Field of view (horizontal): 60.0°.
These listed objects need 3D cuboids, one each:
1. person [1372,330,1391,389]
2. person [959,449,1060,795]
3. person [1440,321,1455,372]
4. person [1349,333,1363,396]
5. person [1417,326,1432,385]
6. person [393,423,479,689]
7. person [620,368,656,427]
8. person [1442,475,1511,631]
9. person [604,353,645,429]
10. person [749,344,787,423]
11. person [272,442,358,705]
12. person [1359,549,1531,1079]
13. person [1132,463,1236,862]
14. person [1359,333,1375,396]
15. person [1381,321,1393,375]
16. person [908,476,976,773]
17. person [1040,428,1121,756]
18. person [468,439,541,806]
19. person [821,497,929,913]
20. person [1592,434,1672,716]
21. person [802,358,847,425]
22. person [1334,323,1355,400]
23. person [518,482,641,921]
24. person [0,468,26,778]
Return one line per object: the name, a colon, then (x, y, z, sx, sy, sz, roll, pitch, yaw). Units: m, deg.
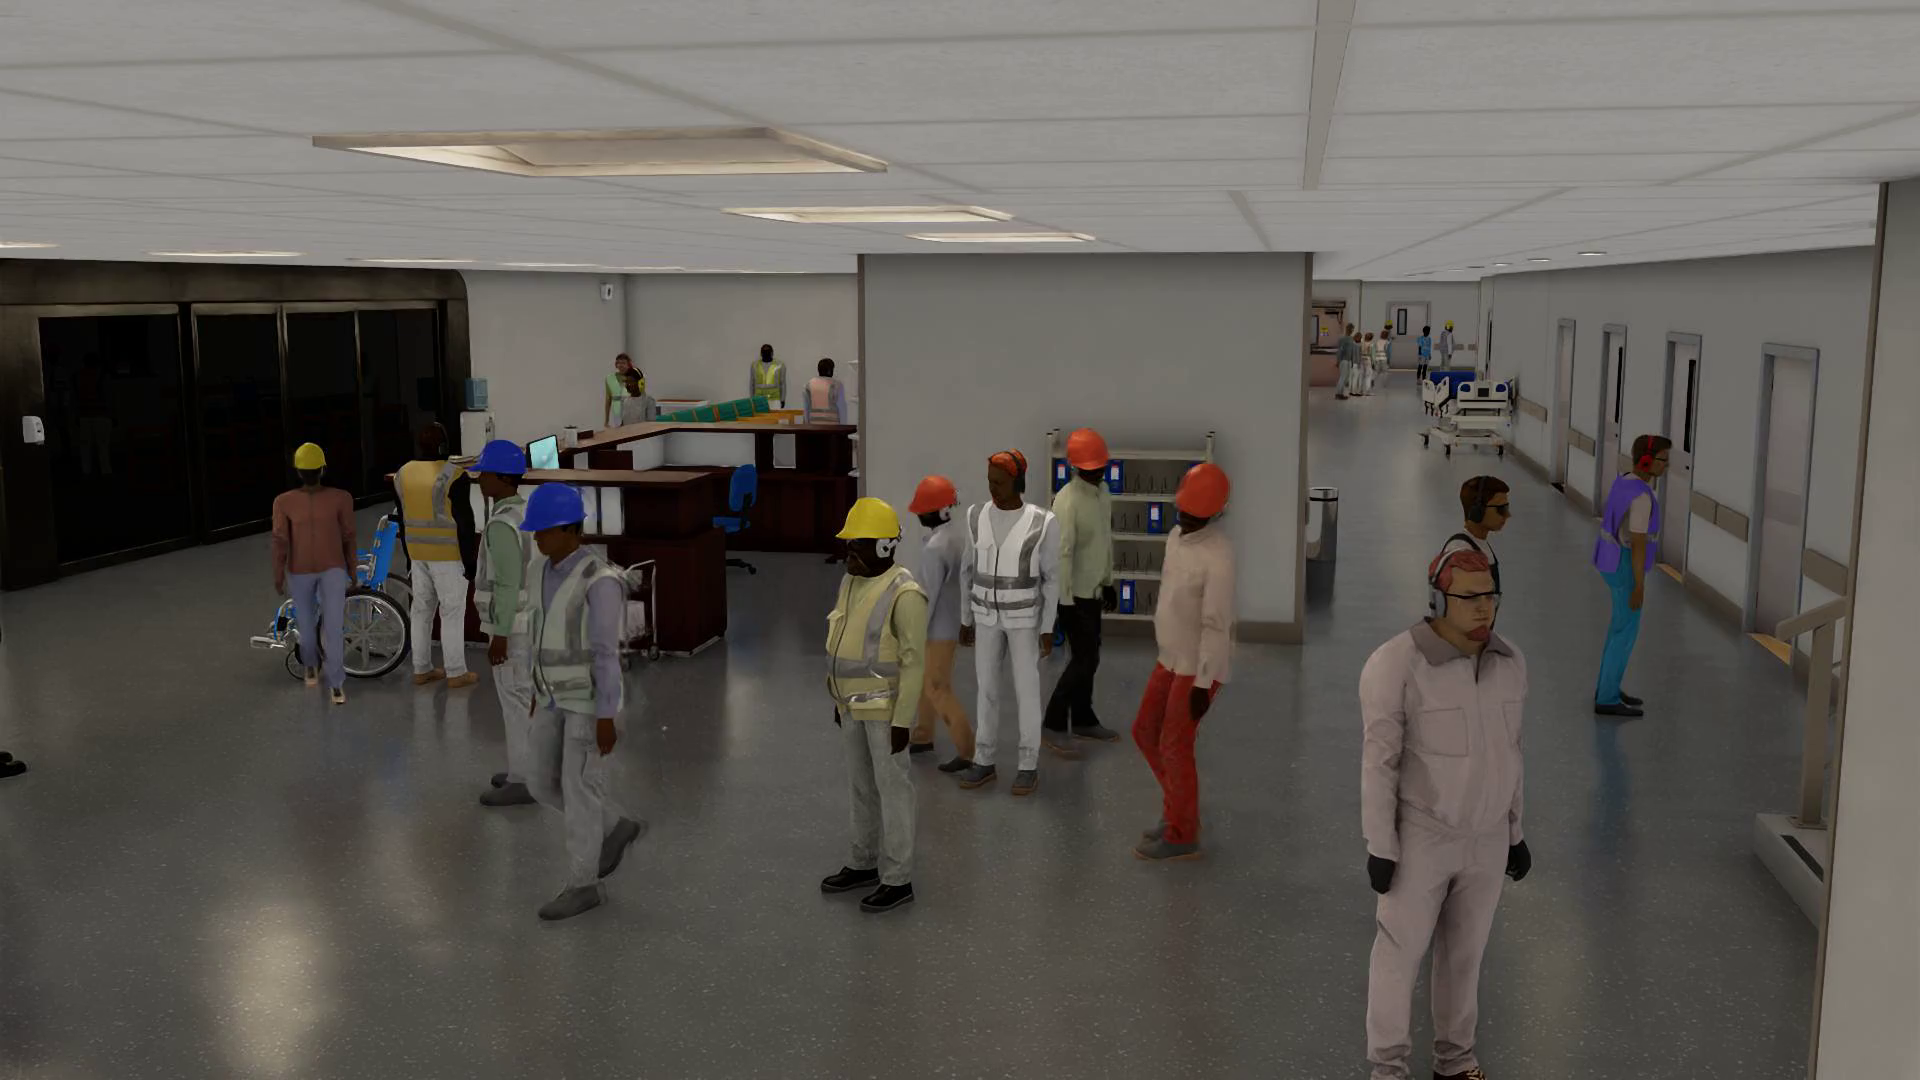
person: (11.566, -4.941, 45.638, 0.457, 1.624, 0.519, -8, 11, -41)
person: (0.256, 0.442, 9.064, 0.572, 1.886, 0.355, 4, 10, 26)
person: (14.219, -5.476, 48.530, 0.404, 1.825, 0.592, -1, 9, -7)
person: (10.173, -4.501, 42.696, 0.287, 1.631, 0.501, -1, 9, -7)
person: (13.371, -5.310, 47.864, 0.531, 1.693, 0.320, -6, 11, -36)
person: (-3.588, 0.109, 11.472, 0.618, 1.836, 0.431, 4, 10, 26)
person: (-3.635, -0.997, 18.680, 0.535, 1.866, 0.314, 5, 10, 28)
person: (2.519, 0.588, 8.268, 0.355, 1.837, 0.505, 5, 10, 28)
person: (-4.798, -1.762, 23.871, 0.575, 1.827, 0.461, 1, 9, 10)
person: (-3.228, -2.374, 27.937, 0.631, 1.836, 0.429, 1, 9, 4)
person: (-4.353, 0.193, 11.244, 0.531, 1.731, 0.863, -3, 9, -17)
person: (1.613, 0.973, 5.463, 0.636, 1.911, 0.405, -4, 9, -23)
person: (1.053, 0.597, 7.862, 0.435, 1.948, 0.661, -2, 9, -11)
person: (10.518, -4.537, 42.959, 0.318, 1.630, 0.514, -5, 10, -28)
person: (13.723, -6.165, 53.370, 0.302, 1.745, 0.483, 5, 10, 30)
person: (-0.133, 0.476, 9.474, 0.636, 1.702, 0.591, 2, 9, 13)
person: (0.727, 0.306, 9.779, 0.410, 1.953, 0.645, 4, 9, 23)
person: (-2.396, 0.434, 8.893, 0.375, 1.950, 0.614, -1, 9, -3)
person: (-0.391, 0.720, 7.392, 0.404, 1.833, 0.589, -6, 11, -36)
person: (4.292, 0.226, 10.704, 0.407, 1.825, 0.572, 2, 9, 11)
person: (-1.748, -1.466, 21.875, 0.621, 1.845, 0.429, 4, 9, 23)
person: (9.590, -4.435, 41.357, 0.438, 1.907, 0.692, 7, 11, 37)
person: (-1.672, 0.687, 7.302, 0.644, 1.925, 0.543, 7, 11, 41)
person: (-5.524, 0.381, 9.329, 0.545, 1.929, 0.390, 8, 11, 41)
